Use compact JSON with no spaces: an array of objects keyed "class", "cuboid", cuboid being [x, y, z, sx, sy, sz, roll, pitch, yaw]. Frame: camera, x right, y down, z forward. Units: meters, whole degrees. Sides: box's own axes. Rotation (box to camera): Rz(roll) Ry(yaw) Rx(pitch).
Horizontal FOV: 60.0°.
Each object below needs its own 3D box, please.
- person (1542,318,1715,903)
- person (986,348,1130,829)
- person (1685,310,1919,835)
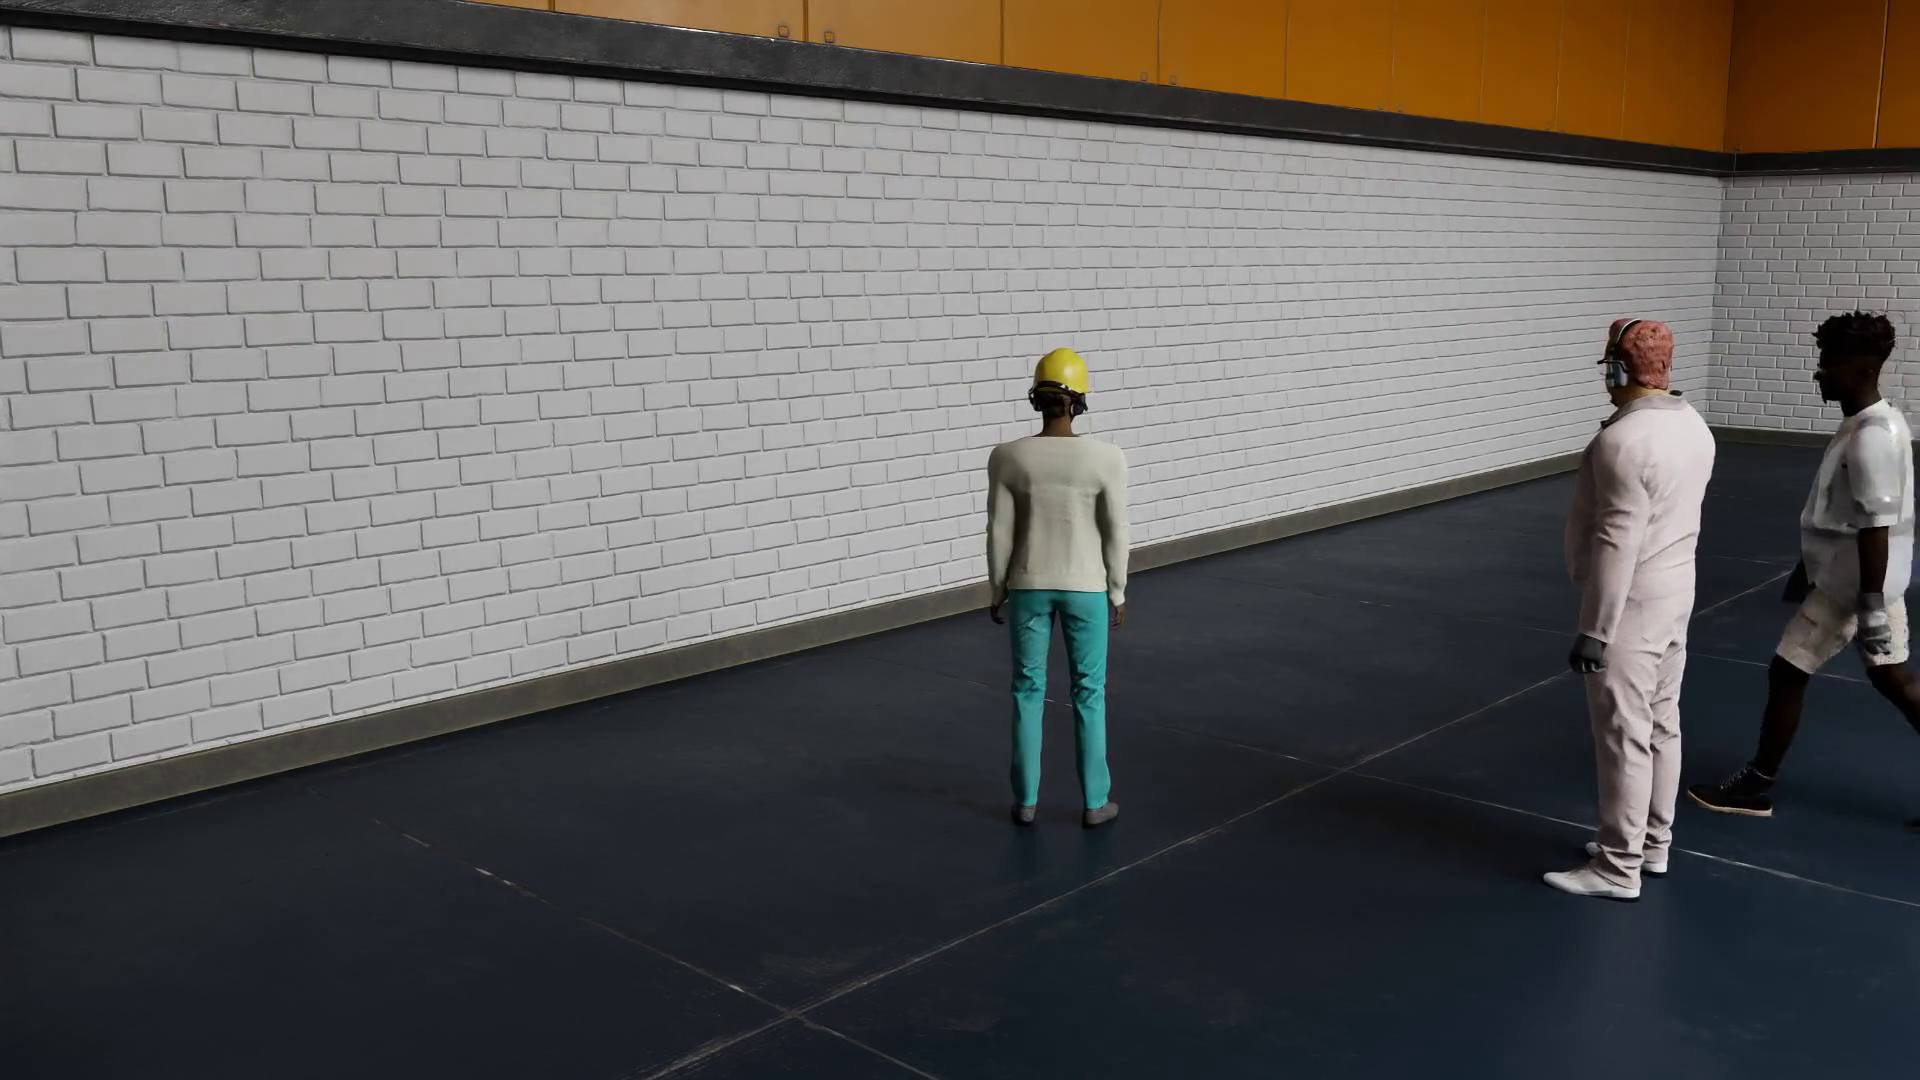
[{"class":"person","cuboid":[2.180,0.230,5.462,0.399,1.905,0.642,10,14,43]},{"class":"person","cuboid":[0.359,0.185,6.109,0.525,1.769,0.327,2,10,13]},{"class":"person","cuboid":[3.284,0.132,5.999,1.017,1.920,0.614,7,12,34]}]
